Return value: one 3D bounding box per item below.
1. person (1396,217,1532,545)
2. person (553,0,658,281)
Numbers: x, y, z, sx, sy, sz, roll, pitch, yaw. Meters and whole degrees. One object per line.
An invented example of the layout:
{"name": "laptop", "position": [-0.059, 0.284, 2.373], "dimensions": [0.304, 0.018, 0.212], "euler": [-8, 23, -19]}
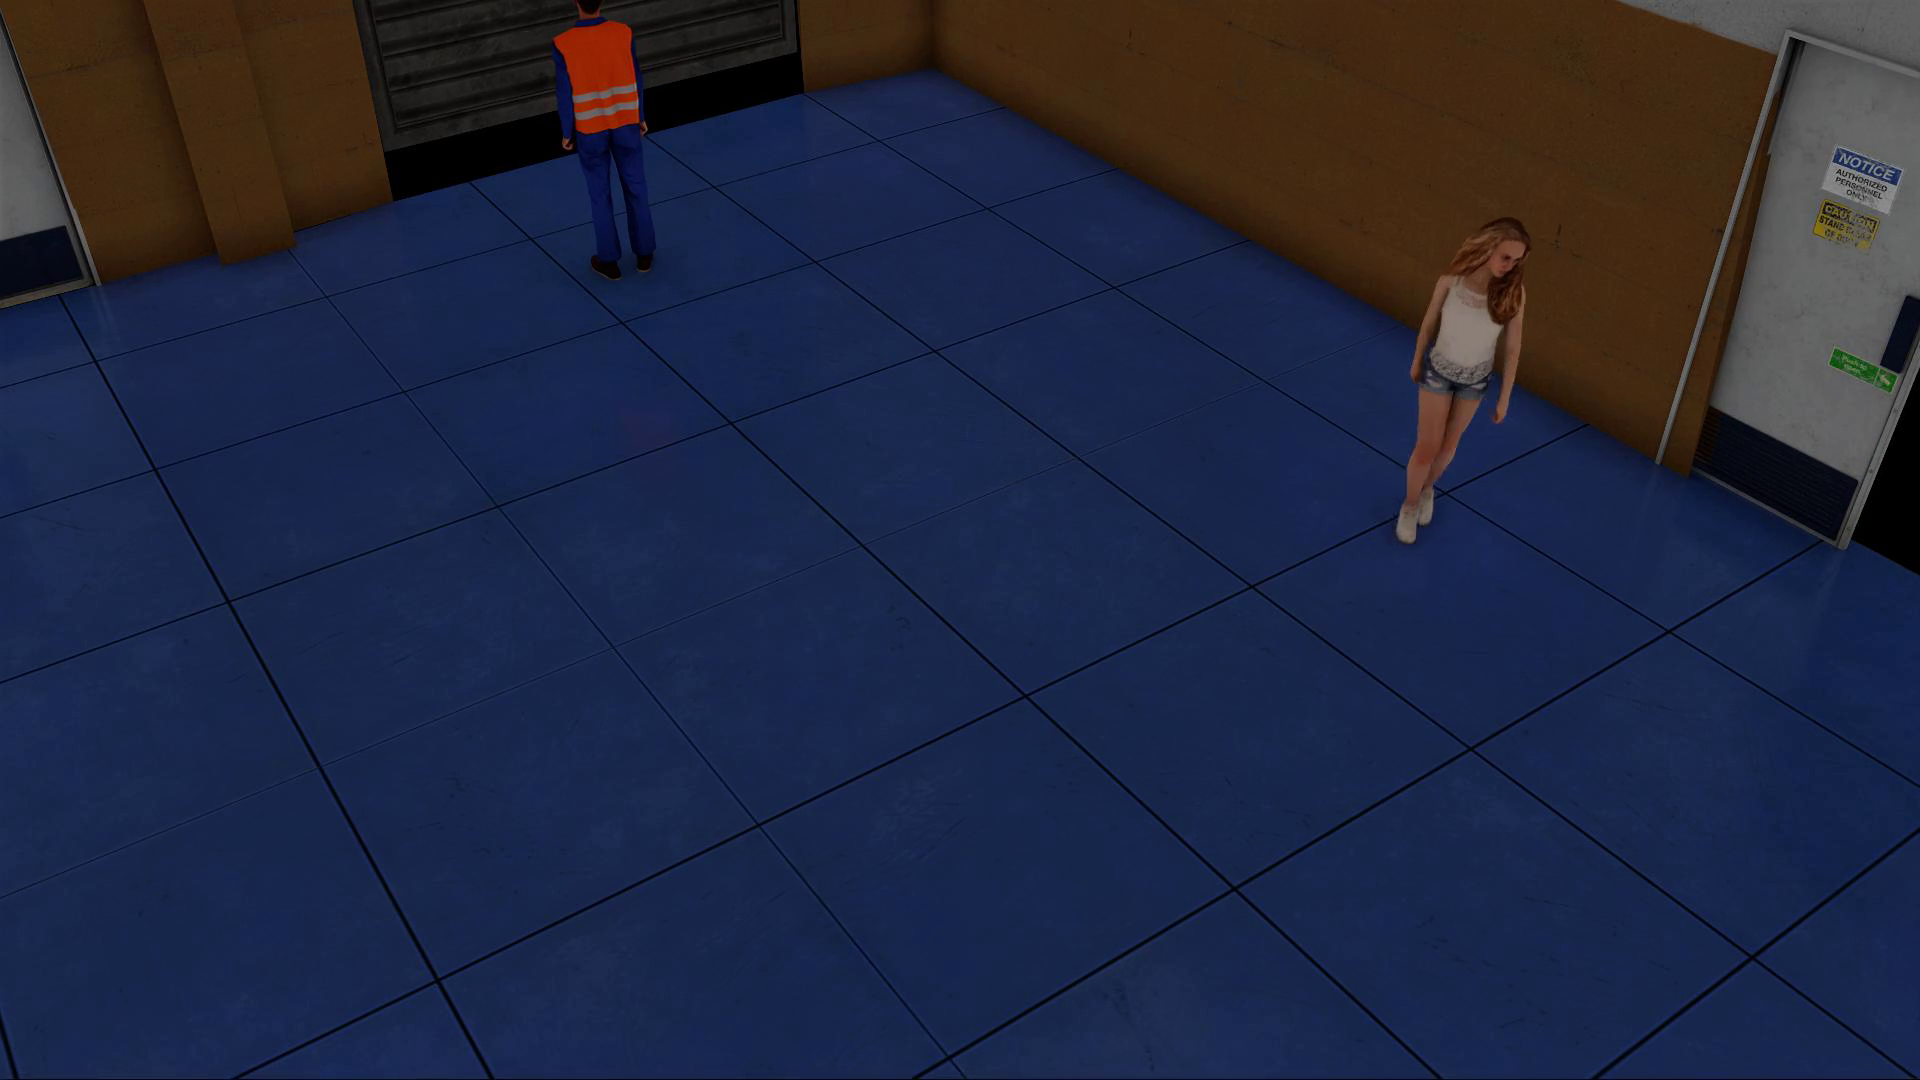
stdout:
{"name": "person", "position": [2.289, -0.775, 7.747], "dimensions": [0.790, 1.720, 0.853], "euler": [13, 39, 17]}
{"name": "person", "position": [-2.095, -2.438, 9.843], "dimensions": [0.578, 1.864, 0.769], "euler": [-17, 40, -22]}
